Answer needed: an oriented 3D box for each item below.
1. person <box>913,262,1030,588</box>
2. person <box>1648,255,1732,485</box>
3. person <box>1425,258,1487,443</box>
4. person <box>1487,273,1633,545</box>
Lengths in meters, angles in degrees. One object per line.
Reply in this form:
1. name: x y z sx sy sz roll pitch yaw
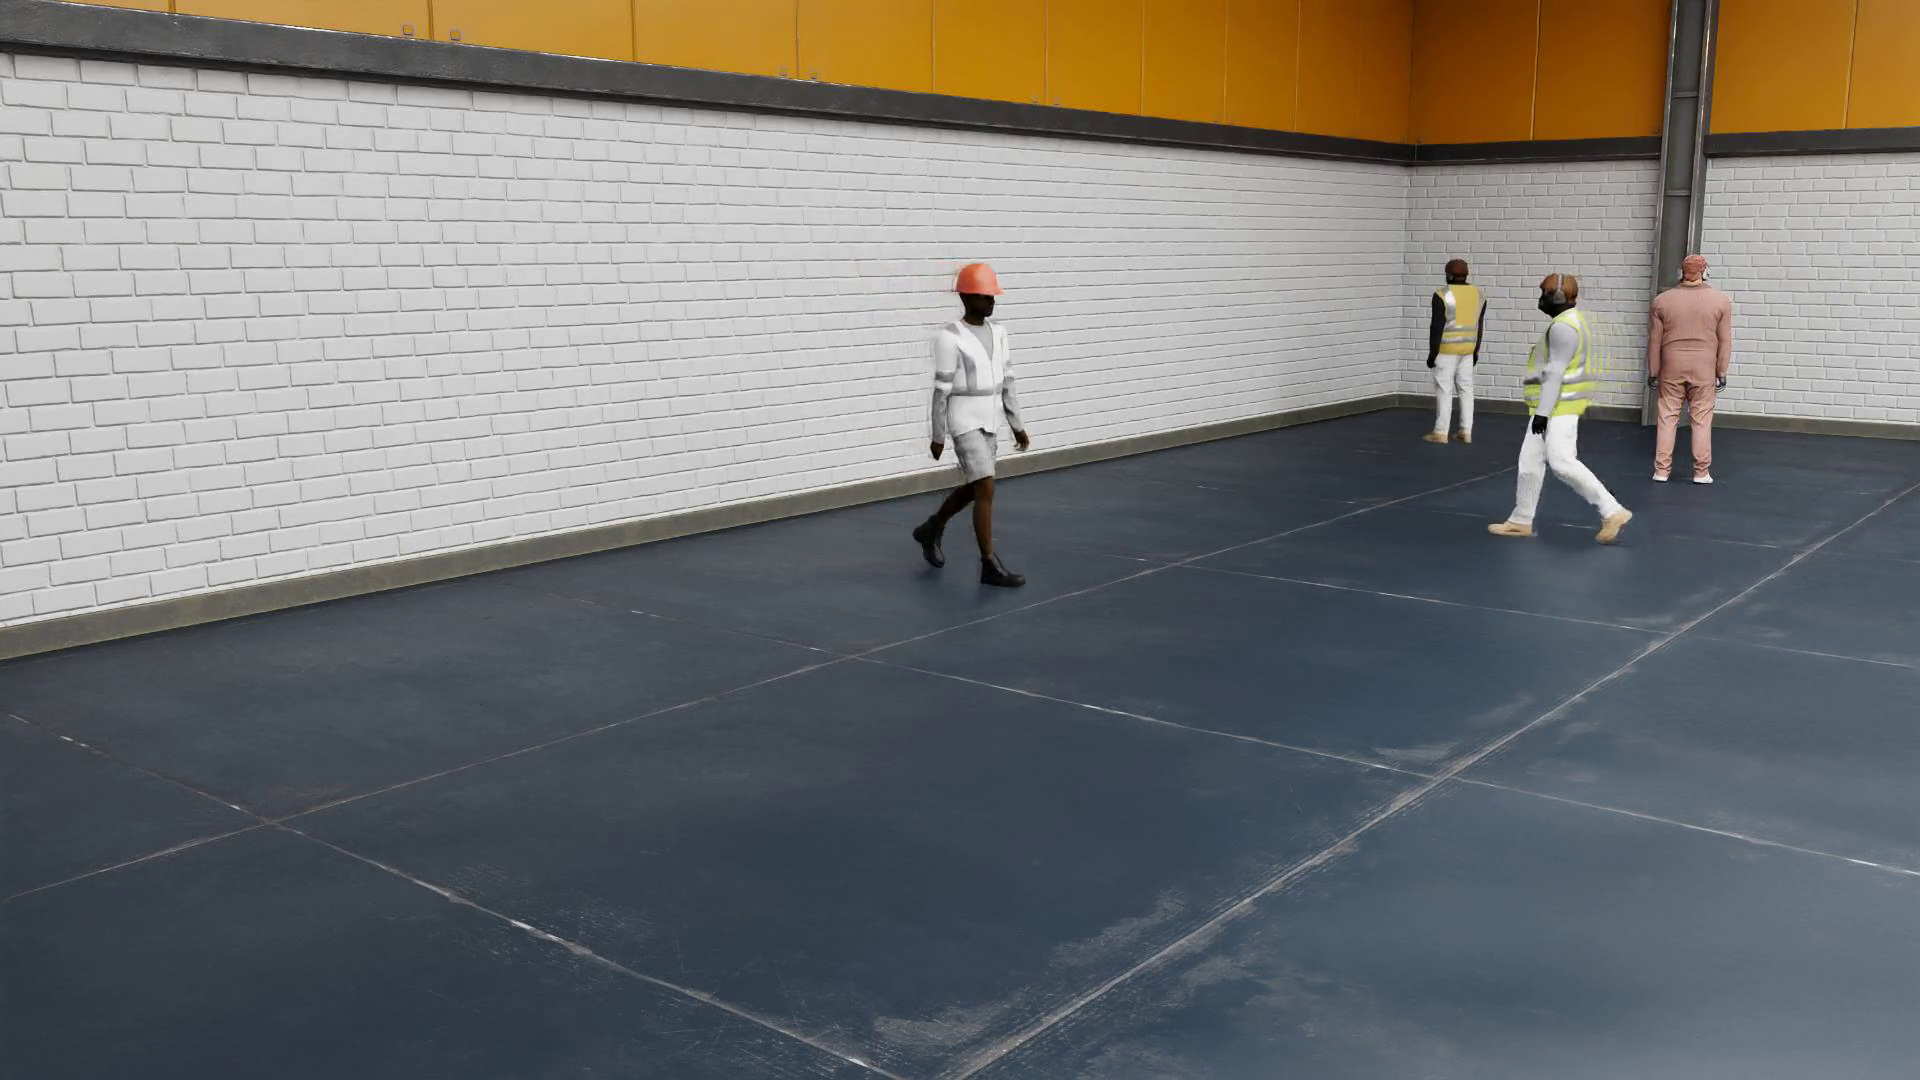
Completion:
1. person: 0.021 -0.699 9.896 0.905 1.910 0.539 8 13 39
2. person: 6.049 -1.408 13.821 0.639 1.903 0.409 5 11 26
3. person: 4.936 -1.888 16.650 0.633 1.841 0.429 -4 11 -21
4. person: 4.067 -0.877 11.142 0.863 1.812 0.628 4 11 19
